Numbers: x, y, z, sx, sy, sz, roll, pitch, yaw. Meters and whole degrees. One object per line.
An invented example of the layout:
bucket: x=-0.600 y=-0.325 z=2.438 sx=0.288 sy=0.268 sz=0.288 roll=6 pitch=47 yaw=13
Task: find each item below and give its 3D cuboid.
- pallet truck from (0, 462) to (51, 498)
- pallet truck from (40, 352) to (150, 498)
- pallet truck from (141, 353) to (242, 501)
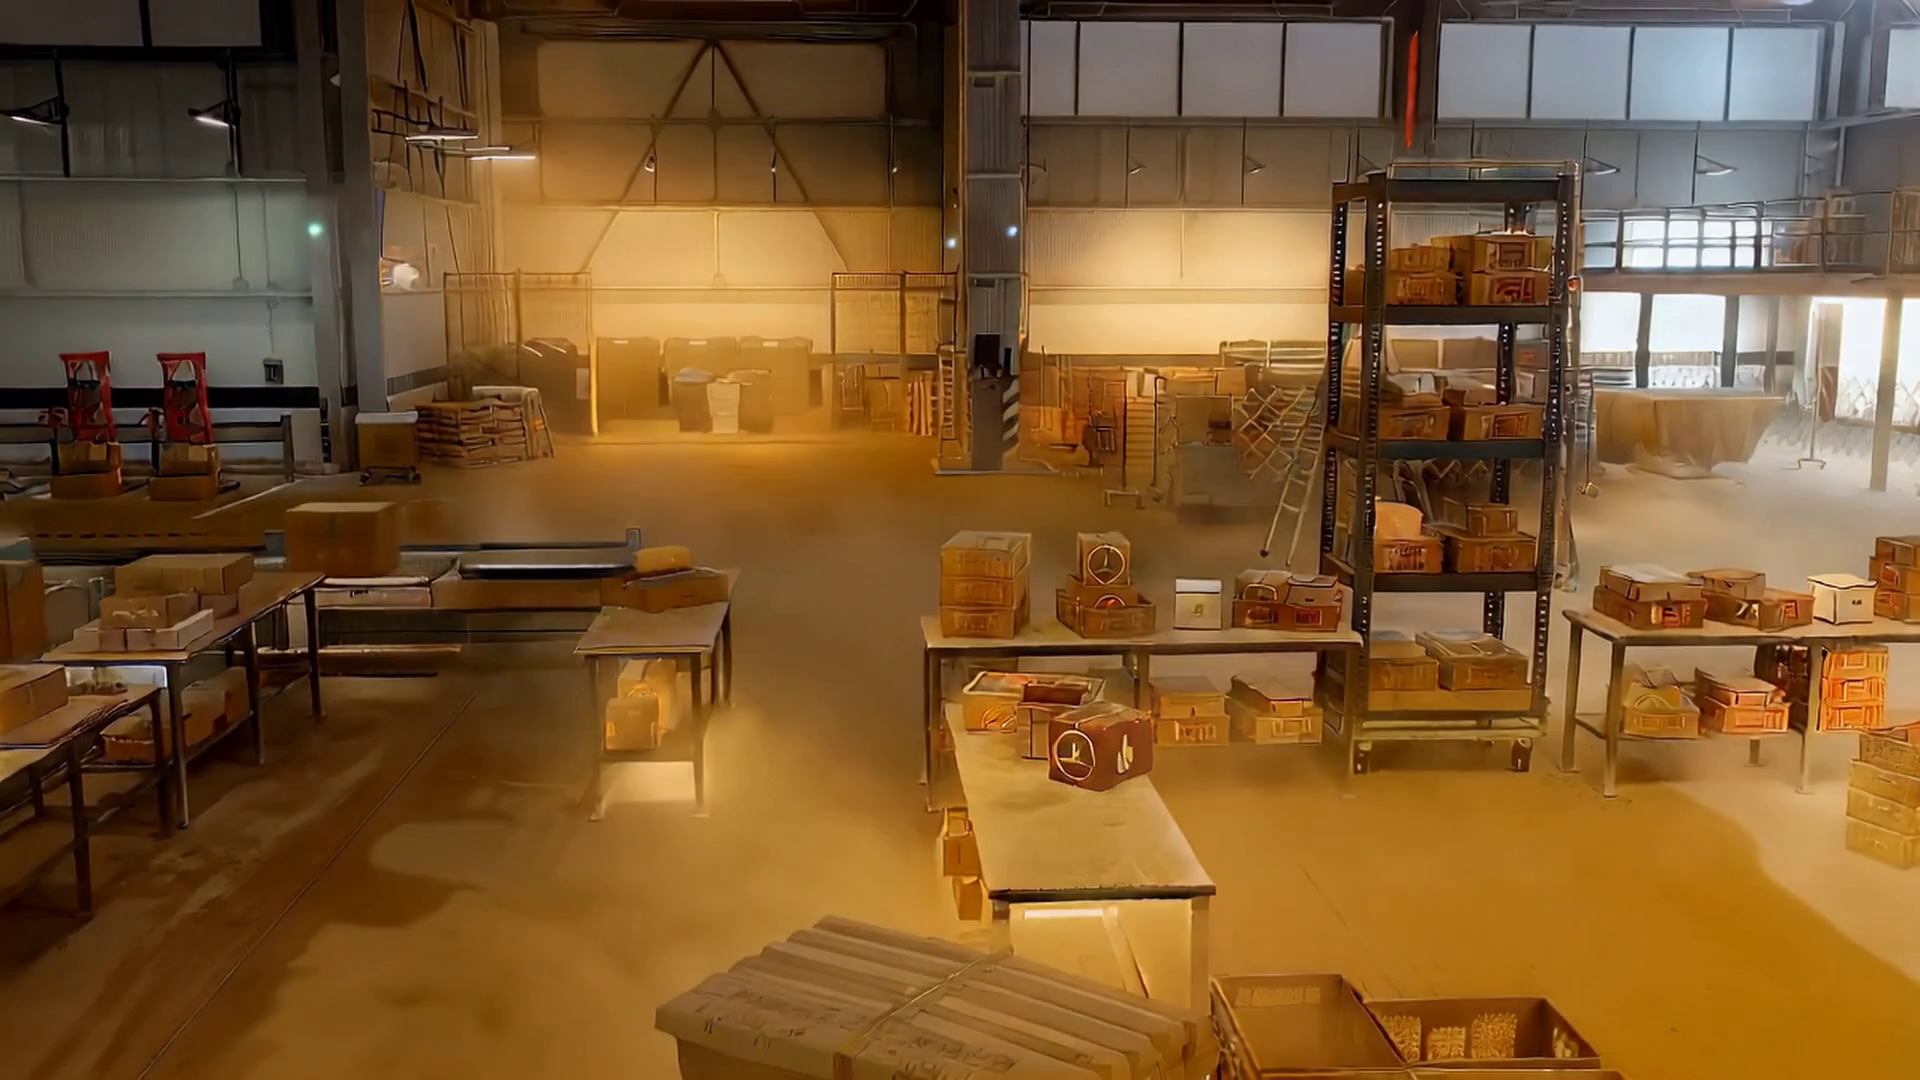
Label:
pallet truck: x=-13.193 y=-1.293 z=23.148 sx=0.653 sy=1.274 sz=1.630 roll=-1 pitch=9 yaw=-4
pallet truck: x=-11.907 y=-1.642 z=23.165 sx=0.823 sy=1.965 sz=1.885 roll=0 pitch=9 yaw=0
pallet truck: x=-10.520 y=-1.604 z=22.925 sx=0.823 sy=1.965 sz=1.885 roll=-1 pitch=9 yaw=-6
